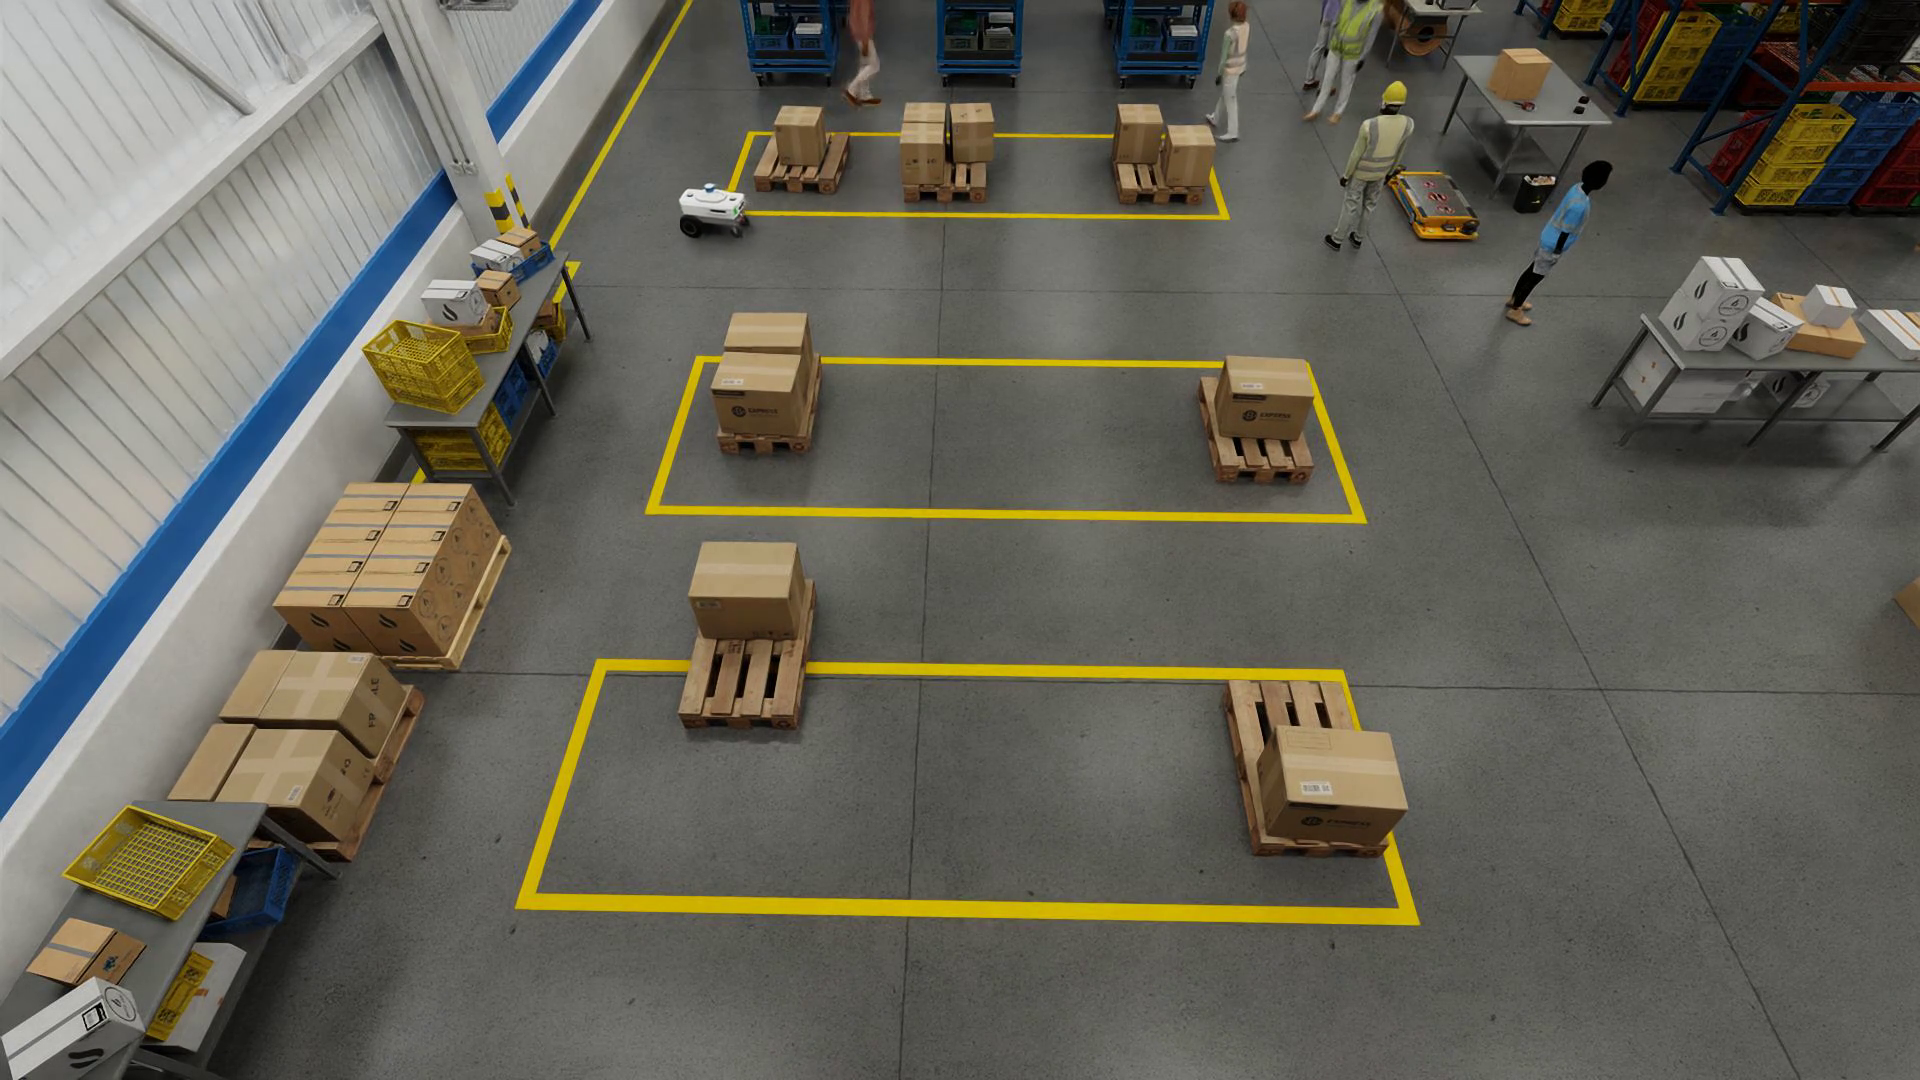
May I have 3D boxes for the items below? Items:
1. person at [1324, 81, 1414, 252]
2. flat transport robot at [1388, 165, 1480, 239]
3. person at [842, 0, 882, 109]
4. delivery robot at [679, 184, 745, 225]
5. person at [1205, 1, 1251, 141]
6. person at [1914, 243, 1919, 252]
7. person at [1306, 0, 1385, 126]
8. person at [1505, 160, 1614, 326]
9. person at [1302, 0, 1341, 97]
[{"bbox_3d":[4.456,-4.033,9.980,0.600,1.831,0.404,-7,49,-6],"label":"person"},{"bbox_3d":[5.692,-4.094,11.059,0.652,0.197,1.431,1,49,1],"label":"flat transport robot"},{"bbox_3d":[-1.288,-6.791,12.283,0.603,1.969,0.628,-10,50,-8],"label":"person"},{"bbox_3d":[-2.862,-3.885,10.631,0.707,0.478,0.477,7,50,6],"label":"delivery robot"},{"bbox_3d":[3.537,-6.085,11.913,0.550,1.606,0.722,-37,58,-27],"label":"person"},{"bbox_3d":[11.197,-3.900,9.830,0.349,1.885,0.577,-8,50,-7],"label":"person"},{"bbox_3d":[5.085,-6.447,12.067,0.429,1.840,0.632,-36,58,-27],"label":"person"},{"bbox_3d":[5.952,-2.966,9.144,0.317,1.695,0.540,20,52,16],"label":"person"},{"bbox_3d":[5.188,-7.167,12.624,0.372,1.940,0.630,-22,53,-18],"label":"person"}]
